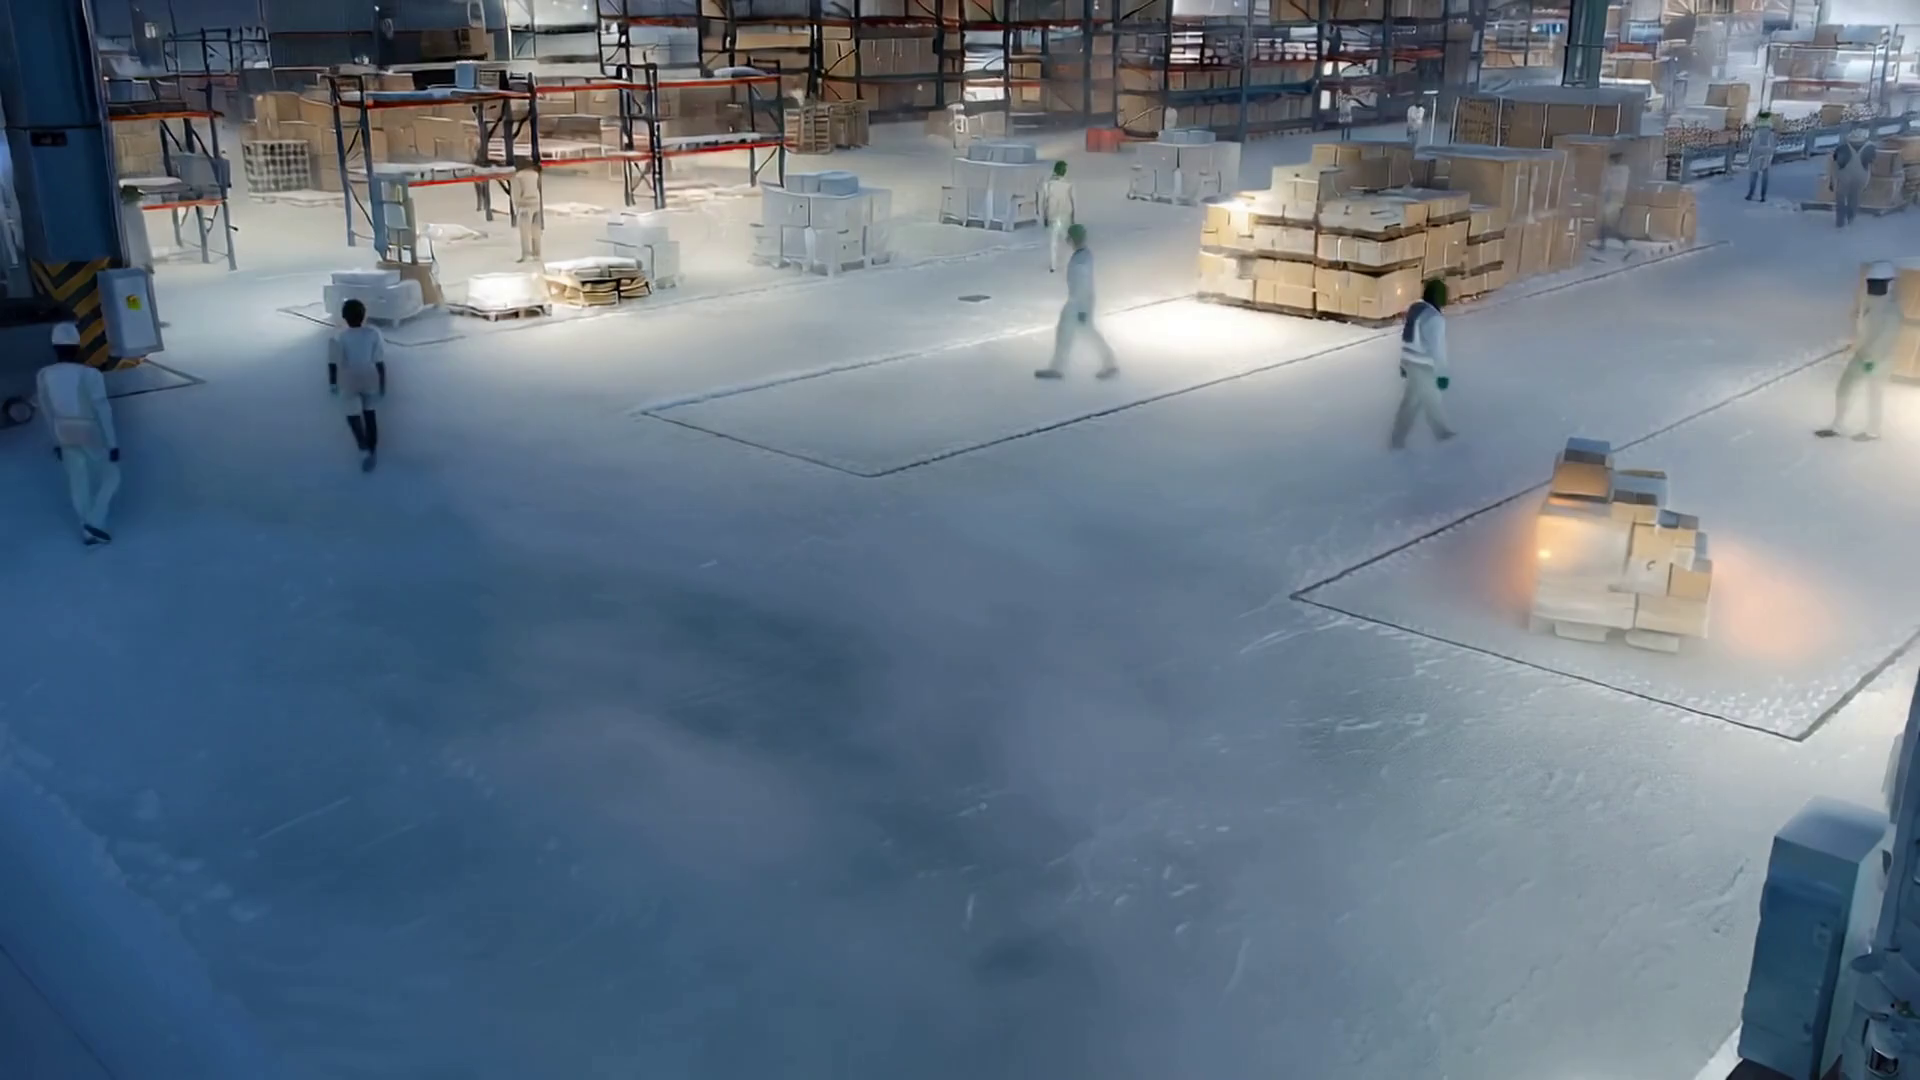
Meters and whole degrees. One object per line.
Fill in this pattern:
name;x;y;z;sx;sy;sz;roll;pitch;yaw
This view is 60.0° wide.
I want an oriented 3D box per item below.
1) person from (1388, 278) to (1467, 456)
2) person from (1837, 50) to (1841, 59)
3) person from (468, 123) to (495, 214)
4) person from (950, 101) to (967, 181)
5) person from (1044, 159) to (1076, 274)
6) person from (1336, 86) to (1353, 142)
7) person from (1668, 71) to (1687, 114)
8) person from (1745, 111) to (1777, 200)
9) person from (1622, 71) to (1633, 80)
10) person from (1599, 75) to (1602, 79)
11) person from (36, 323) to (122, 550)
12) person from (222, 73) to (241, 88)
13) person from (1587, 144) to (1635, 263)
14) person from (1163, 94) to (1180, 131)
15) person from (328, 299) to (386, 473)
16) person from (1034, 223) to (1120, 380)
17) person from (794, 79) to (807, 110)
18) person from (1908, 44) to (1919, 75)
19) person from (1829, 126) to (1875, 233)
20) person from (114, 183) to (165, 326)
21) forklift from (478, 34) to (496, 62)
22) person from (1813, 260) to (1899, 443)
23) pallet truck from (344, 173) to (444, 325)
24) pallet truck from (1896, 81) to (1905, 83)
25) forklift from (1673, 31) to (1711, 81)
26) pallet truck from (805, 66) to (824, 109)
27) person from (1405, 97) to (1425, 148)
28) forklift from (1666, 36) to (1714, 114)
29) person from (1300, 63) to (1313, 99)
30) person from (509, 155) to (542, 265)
person;4.755;-1.717;16.640;0.915;1.799;0.652;0;18;-1
person;40.044;-21.574;76.271;0.600;1.923;0.448;5;19;13
person;-10.030;-7.794;34.880;0.343;1.847;0.506;11;21;29
person;-0.049;-9.731;40.598;0.398;1.928;0.542;11;21;29
person;1.643;-5.308;27.347;0.518;1.876;0.326;0;18;1
person;11.788;-13.010;50.860;0.320;1.684;0.541;-11;21;-30
person;25.050;-15.446;58.049;0.600;1.783;0.932;16;24;41
person;17.786;-8.530;36.960;0.547;1.934;0.376;3;19;8
person;24.849;-16.715;62.145;0.804;1.608;0.502;-12;22;-32
person;22.168;-15.551;58.179;0.641;1.899;0.394;14;23;37
person;-7.309;-0.851;13.860;0.612;1.907;0.409;1;18;4
person;-23.808;-14.338;54.561;0.665;1.867;0.805;-5;19;-15
person;11.194;-5.720;28.359;0.659;2.020;0.623;17;25;42
person;5.482;-10.525;42.951;0.495;1.943;0.659;8;20;22
person;-5.828;-1.504;16.201;0.521;1.671;0.761;-12;22;-33
person;1.456;-2.837;19.886;1.025;1.894;0.649;4;19;12
person;-5.222;-14.277;54.667;0.490;1.677;0.551;16;24;39
person;46.733;-23.280;81.391;0.543;1.939;0.361;-3;19;-9
person;17.196;-6.994;32.165;0.702;2.000;0.957;6;19;16
person;-11.346;-3.896;22.905;0.377;1.995;0.608;3;19;9
forklift;-18.639;-18.554;65.683;1.129;2.768;1.873;17;25;41
person;9.232;-1.916;17.070;0.750;1.900;0.622;1;18;2
pallet truck;-8.209;-4.181;23.757;0.823;1.965;1.885;3;19;9
pallet truck;34.802;-16.331;61.455;0.653;1.274;1.630;17;25;41
forklift;30.998;-19.869;69.645;1.873;2.768;1.129;4;19;12
pallet truck;-4.812;-15.182;56.903;0.823;1.965;1.885;-9;21;-26
person;12.551;-11.406;46.055;0.535;1.656;0.790;15;24;39
forklift;27.341;-17.291;61.877;1.129;2.768;1.873;17;25;41
person;13.284;-17.409;63.781;0.641;1.882;1.021;-5;19;-14
person;-7.415;-5.612;28.314;0.429;1.841;0.633;11;21;29
